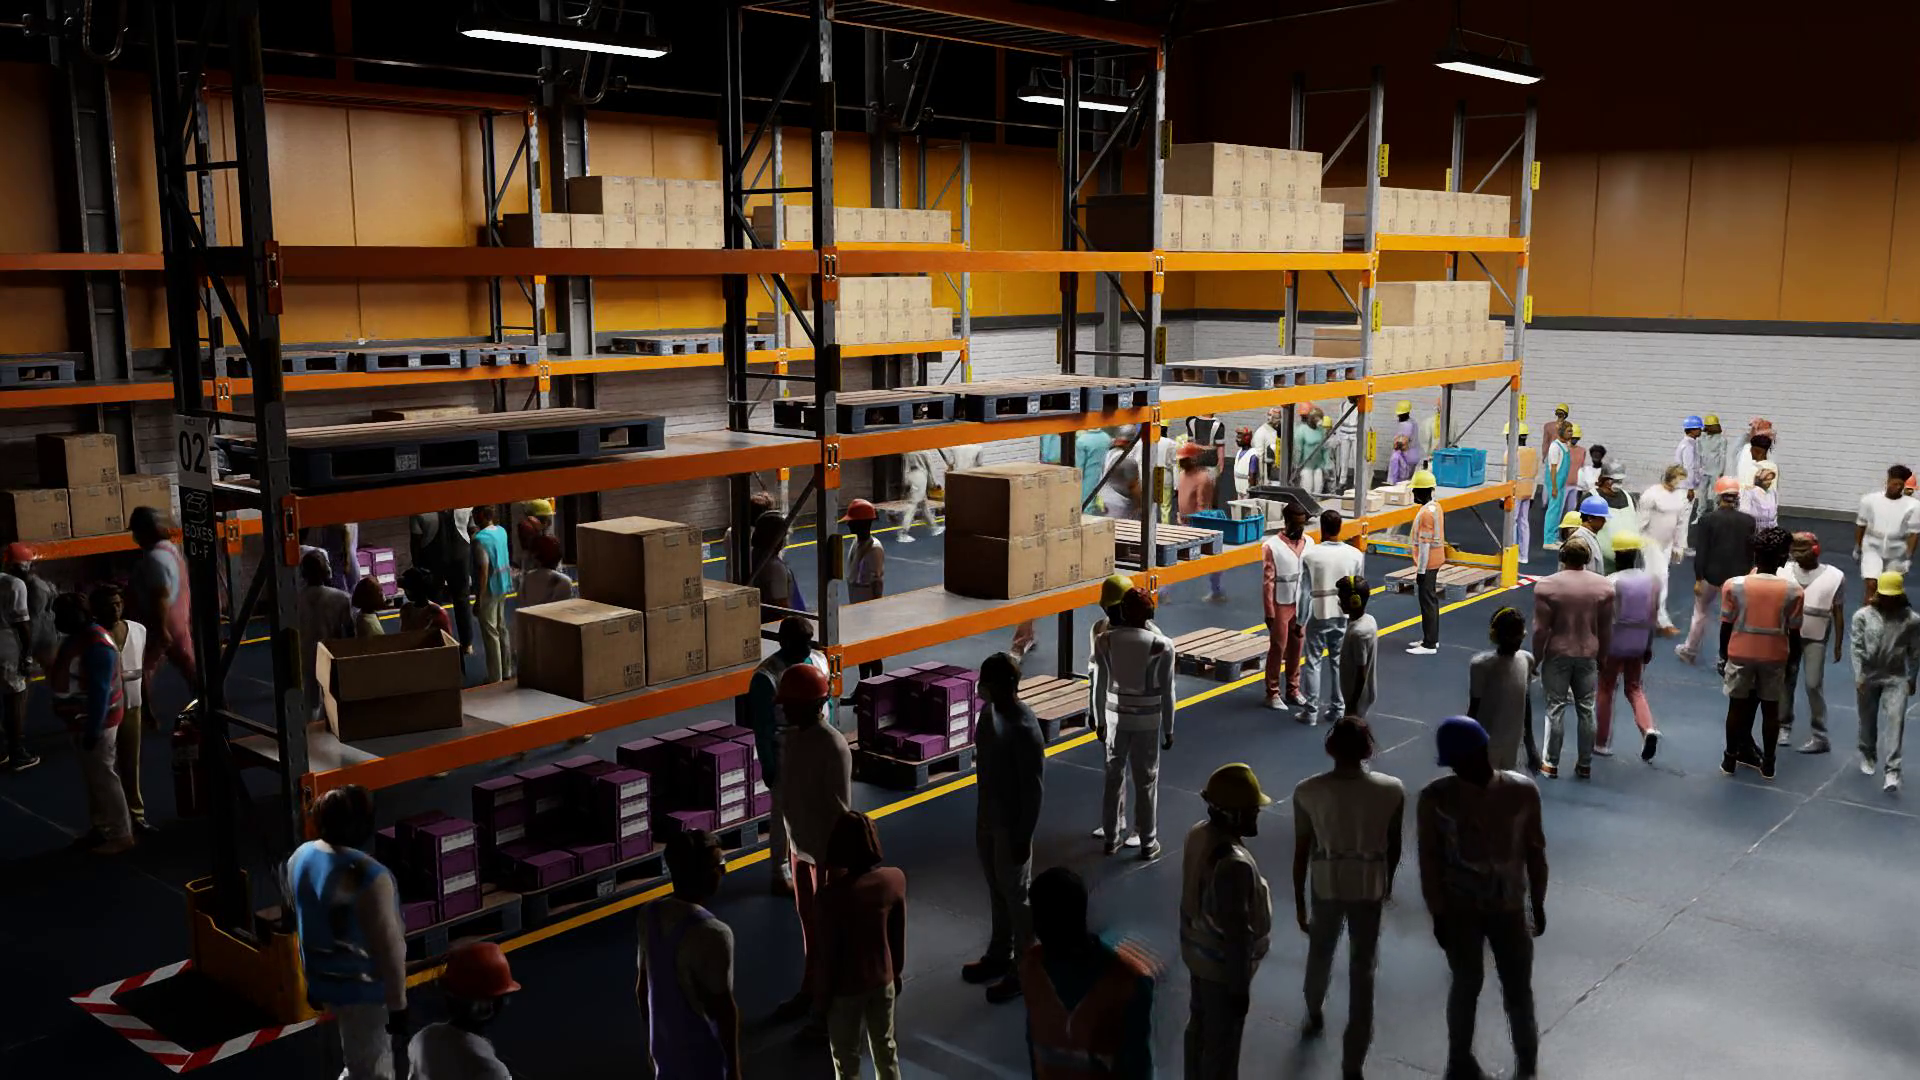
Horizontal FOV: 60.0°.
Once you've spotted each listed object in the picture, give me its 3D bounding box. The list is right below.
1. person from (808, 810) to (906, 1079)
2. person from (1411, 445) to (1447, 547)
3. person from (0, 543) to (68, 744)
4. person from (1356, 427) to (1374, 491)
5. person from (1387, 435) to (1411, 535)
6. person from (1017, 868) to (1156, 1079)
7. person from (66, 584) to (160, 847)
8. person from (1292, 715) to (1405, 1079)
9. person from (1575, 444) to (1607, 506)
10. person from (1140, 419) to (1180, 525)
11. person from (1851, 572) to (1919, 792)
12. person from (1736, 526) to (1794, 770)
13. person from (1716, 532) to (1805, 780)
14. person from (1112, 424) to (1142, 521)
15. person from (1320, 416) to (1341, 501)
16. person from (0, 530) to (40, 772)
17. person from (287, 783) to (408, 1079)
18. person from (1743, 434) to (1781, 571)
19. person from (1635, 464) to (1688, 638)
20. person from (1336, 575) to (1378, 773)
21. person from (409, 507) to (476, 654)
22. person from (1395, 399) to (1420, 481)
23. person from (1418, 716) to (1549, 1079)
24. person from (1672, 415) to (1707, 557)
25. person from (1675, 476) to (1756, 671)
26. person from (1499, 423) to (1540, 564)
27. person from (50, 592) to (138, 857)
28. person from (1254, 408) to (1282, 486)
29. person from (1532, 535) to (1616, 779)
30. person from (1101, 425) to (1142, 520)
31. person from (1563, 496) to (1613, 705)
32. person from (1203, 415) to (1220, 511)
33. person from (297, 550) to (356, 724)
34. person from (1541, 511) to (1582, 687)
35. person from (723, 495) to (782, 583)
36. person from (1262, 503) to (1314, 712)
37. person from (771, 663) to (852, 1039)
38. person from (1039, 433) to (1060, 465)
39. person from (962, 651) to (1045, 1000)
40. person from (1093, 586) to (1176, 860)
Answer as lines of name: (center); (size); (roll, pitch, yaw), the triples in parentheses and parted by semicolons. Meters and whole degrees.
person: (-0.457, 2.013, 7.478); (0.509, 1.632, 0.266); (-8, 12, -40)
person: (6.540, -0.531, 22.801); (0.822, 1.584, 0.564); (5, 11, 29)
person: (-7.869, 0.858, 14.165); (0.560, 1.711, 0.888); (6, 11, 34)
person: (6.128, -0.954, 25.195); (0.285, 1.631, 0.501); (2, 10, 12)
person: (6.209, -0.685, 23.603); (0.312, 1.632, 0.526); (4, 10, 23)
person: (0.468, 2.124, 6.177); (0.597, 1.850, 0.888); (4, 10, 25)
person: (-5.927, 1.209, 11.642); (0.390, 1.847, 0.563); (6, 11, 30)
person: (1.960, 1.768, 8.489); (0.565, 1.788, 0.985); (1, 10, 8)
person: (8.425, -0.454, 22.022); (0.541, 1.685, 0.512); (5, 11, 29)
person: (2.826, -0.811, 23.497); (0.587, 1.920, 0.397); (5, 11, 25)
person: (7.160, 1.078, 12.898); (0.479, 1.687, 0.938); (5, 11, 28)
person: (6.472, 0.854, 13.412); (0.361, 1.962, 0.613); (5, 11, 27)
person: (6.288, 0.913, 13.102); (0.599, 1.959, 0.381); (3, 10, 18)
person: (2.395, -0.861, 23.952); (0.592, 1.864, 0.441); (8, 12, 38)
person: (5.529, -1.017, 25.269); (0.485, 1.737, 0.321); (0, 10, 0)
person: (-7.695, 0.881, 13.294); (0.599, 1.958, 0.379); (1, 10, 3)
person: (-2.691, 1.958, 7.280); (0.635, 1.814, 0.848); (7, 12, 37)
person: (9.844, -0.327, 20.502); (0.606, 1.958, 0.382); (-7, 12, -35)
person: (7.668, 0.120, 18.041); (0.694, 1.886, 0.899); (-6, 11, -30)
person: (2.799, 1.165, 11.858); (0.328, 1.865, 0.520); (3, 10, 18)
person: (-5.349, 0.186, 17.172); (0.680, 2.000, 0.535); (-6, 11, -32)
person: (7.086, -1.282, 26.347); (0.443, 1.900, 0.663); (2, 10, 14)
person: (2.561, 1.773, 8.164); (0.645, 1.892, 0.402); (1, 10, 4)
person: (10.090, -0.755, 23.063); (0.384, 1.951, 0.605); (3, 10, 16)
person: (7.546, 0.335, 16.544); (0.648, 1.946, 0.966); (0, 10, -1)
person: (7.489, -0.614, 22.336); (0.593, 1.915, 0.392); (-5, 11, -28)
person: (-5.999, 1.254, 11.443); (0.639, 1.830, 0.430); (9, 13, 43)
person: (4.677, -1.038, 24.930); (0.652, 1.897, 0.399); (-8, 12, -39)
person: (4.796, 0.922, 13.084); (0.627, 1.940, 0.371); (1, 10, 3)
person: (2.180, -0.497, 21.254); (0.956, 2.000, 0.694); (-2, 10, -13)
person: (5.739, 0.553, 15.299); (0.415, 1.940, 0.605); (6, 11, 33)
person: (3.950, -1.314, 26.462); (0.388, 1.930, 0.544); (-1, 10, -8)
person: (-4.982, 0.978, 13.069); (0.521, 1.828, 0.510); (-1, 10, -4)
person: (5.734, 0.592, 15.634); (0.295, 1.743, 0.493); (-3, 10, -15)
person: (-1.953, 0.481, 16.006); (0.633, 1.842, 0.429); (-8, 12, -39)
person: (2.974, 0.599, 15.119); (0.598, 1.908, 0.410); (-6, 11, -33)
person: (-0.780, 1.619, 8.795); (0.407, 1.986, 0.616); (-6, 11, -32)
person: (1.360, -1.272, 26.074); (0.494, 1.979, 0.671); (4, 10, 25)
person: (0.247, 1.566, 9.239); (0.356, 1.938, 0.638); (-4, 10, -22)
person: (1.183, 1.245, 11.341); (0.577, 1.880, 0.352); (4, 10, 21)
